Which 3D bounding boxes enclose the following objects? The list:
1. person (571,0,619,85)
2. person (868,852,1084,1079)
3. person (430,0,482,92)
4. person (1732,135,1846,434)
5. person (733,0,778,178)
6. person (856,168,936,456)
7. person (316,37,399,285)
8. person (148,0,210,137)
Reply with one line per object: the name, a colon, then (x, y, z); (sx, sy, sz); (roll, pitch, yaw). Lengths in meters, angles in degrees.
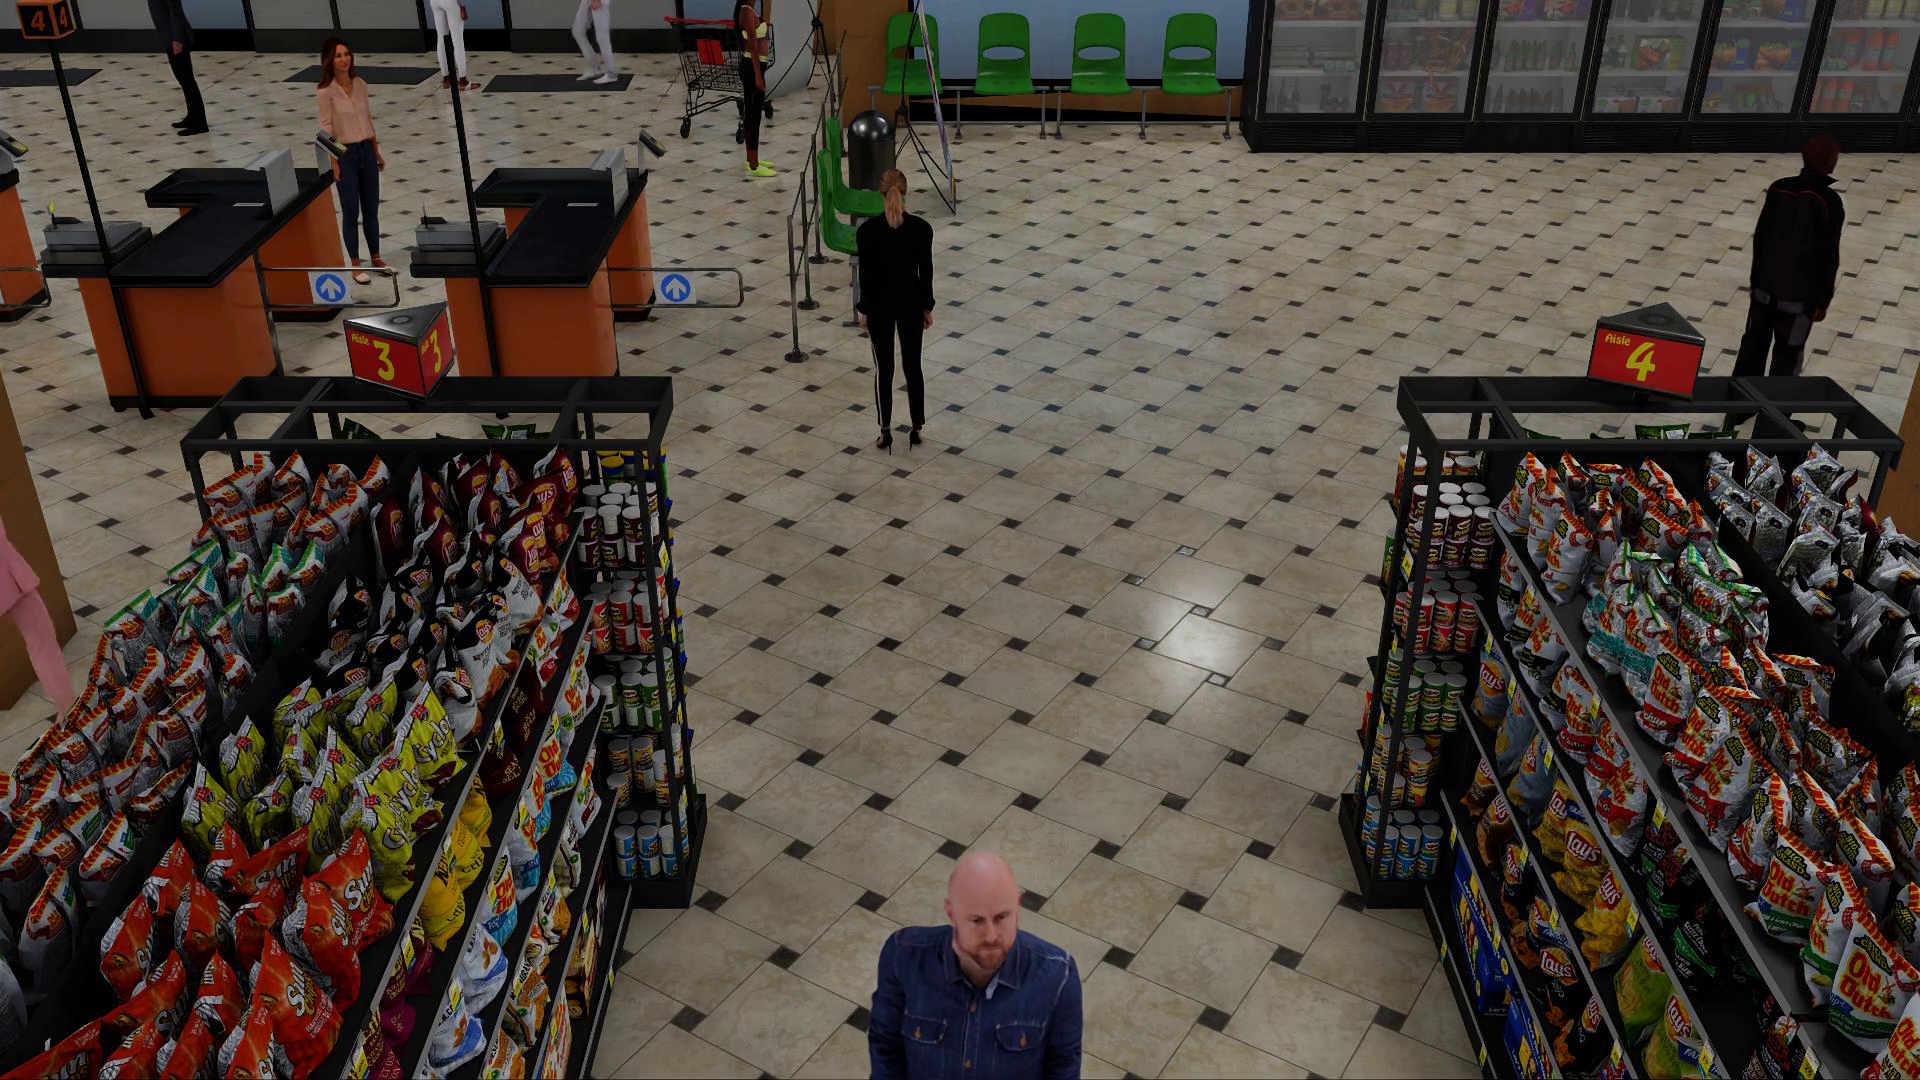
person: (-3.815, -5.823, 17.763); (0.860, 1.868, 0.764); (-15, 32, -25)
person: (0.038, 1.558, 4.290); (0.739, 1.824, 0.626); (4, 29, 7)
person: (-5.436, -5.657, 17.608); (0.671, 1.725, 0.675); (14, 32, 25)
person: (4.934, -1.517, 9.921); (0.848, 1.826, 0.718); (-14, 32, -25)
person: (-1.854, -4.138, 14.798); (0.656, 1.753, 0.510); (-5, 29, -10)
person: (-0.377, -1.316, 9.677); (0.662, 1.706, 0.596); (-5, 29, -10)
person: (-4.510, -2.824, 12.350); (0.733, 1.792, 0.648); (20, 35, 32)
person: (-7.586, -4.873, 16.051); (0.866, 1.842, 0.732); (-15, 32, -25)
